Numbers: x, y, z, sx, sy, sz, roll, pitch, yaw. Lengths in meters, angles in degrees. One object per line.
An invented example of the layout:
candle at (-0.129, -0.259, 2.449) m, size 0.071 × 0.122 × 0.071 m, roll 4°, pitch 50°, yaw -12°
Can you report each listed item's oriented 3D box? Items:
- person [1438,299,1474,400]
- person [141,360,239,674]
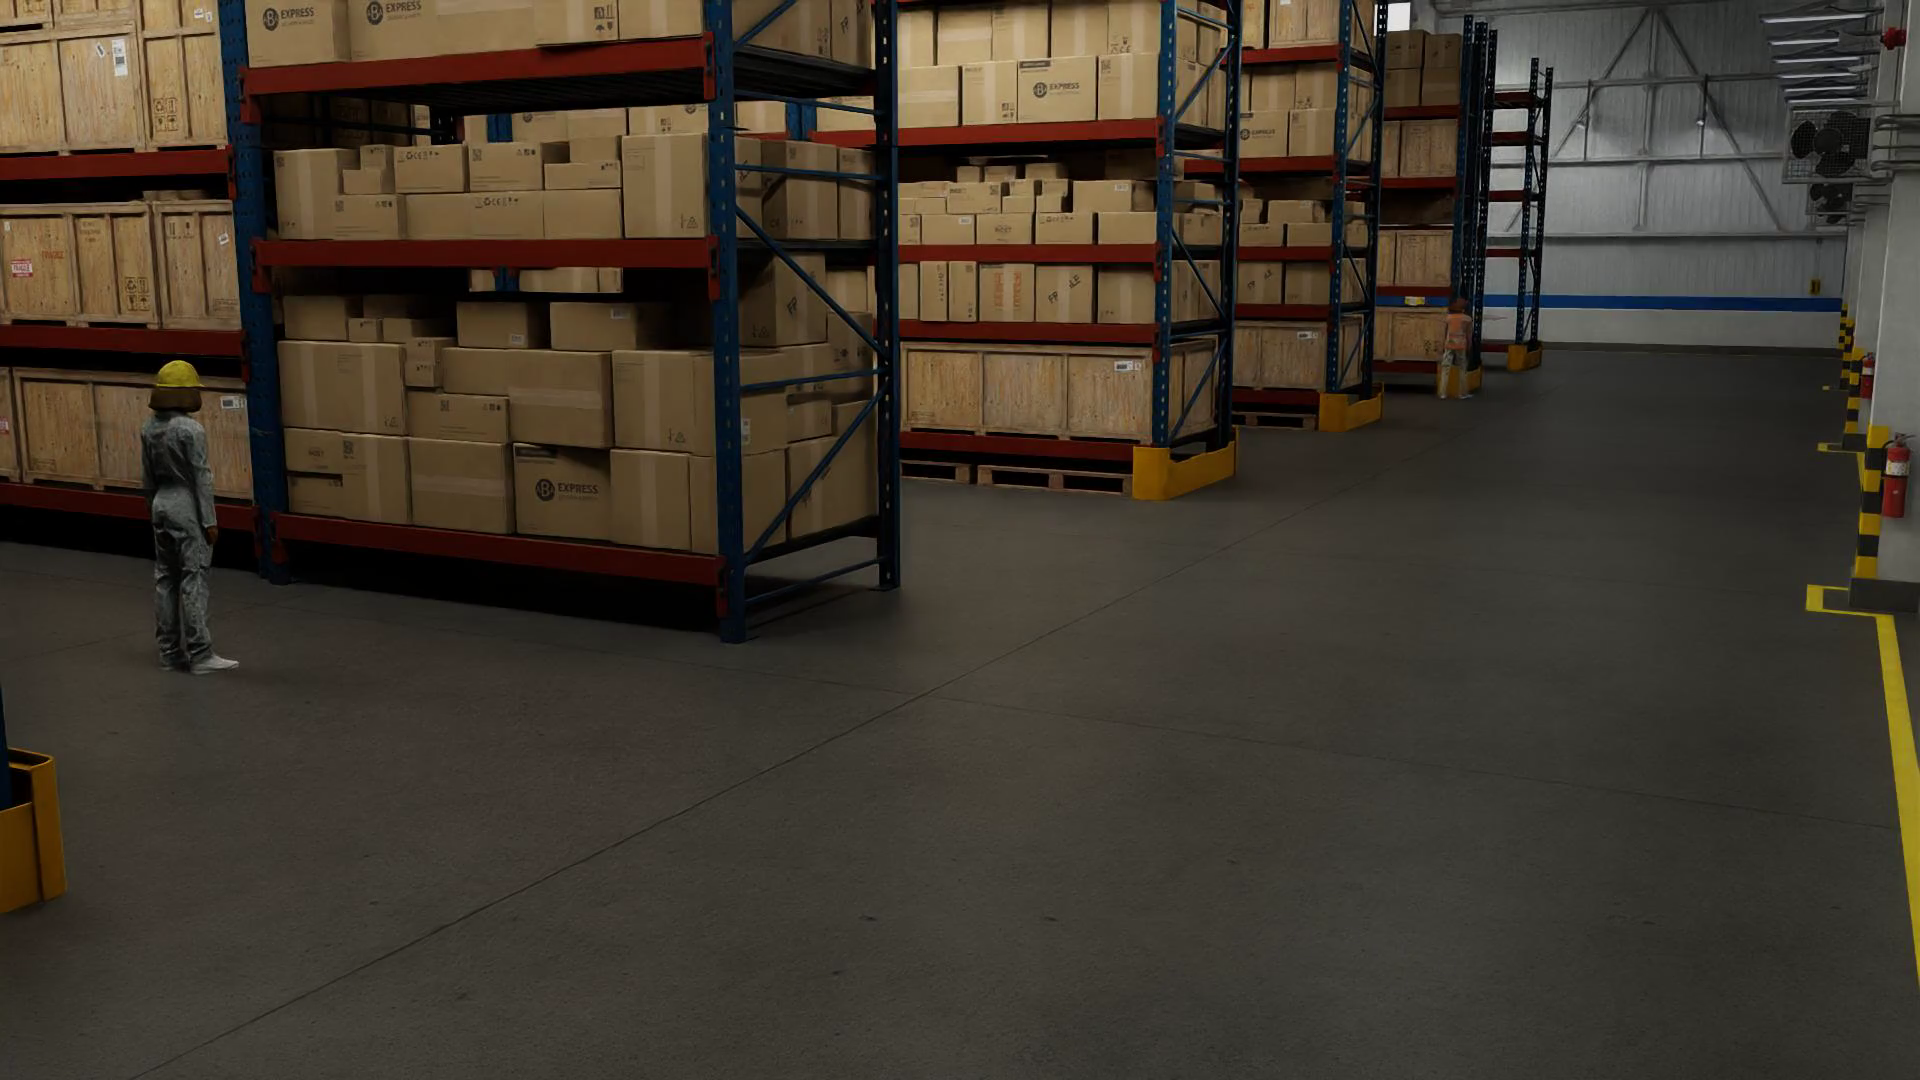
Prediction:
person at (7.895, -3.017, 26.434) m, size 0.519 × 1.598 × 0.598 m, roll 9°, pitch 13°, yaw 43°
person at (-4.316, -0.126, 9.273) m, size 0.493 × 1.740 × 0.325 m, roll 5°, pitch 11°, yaw 27°
